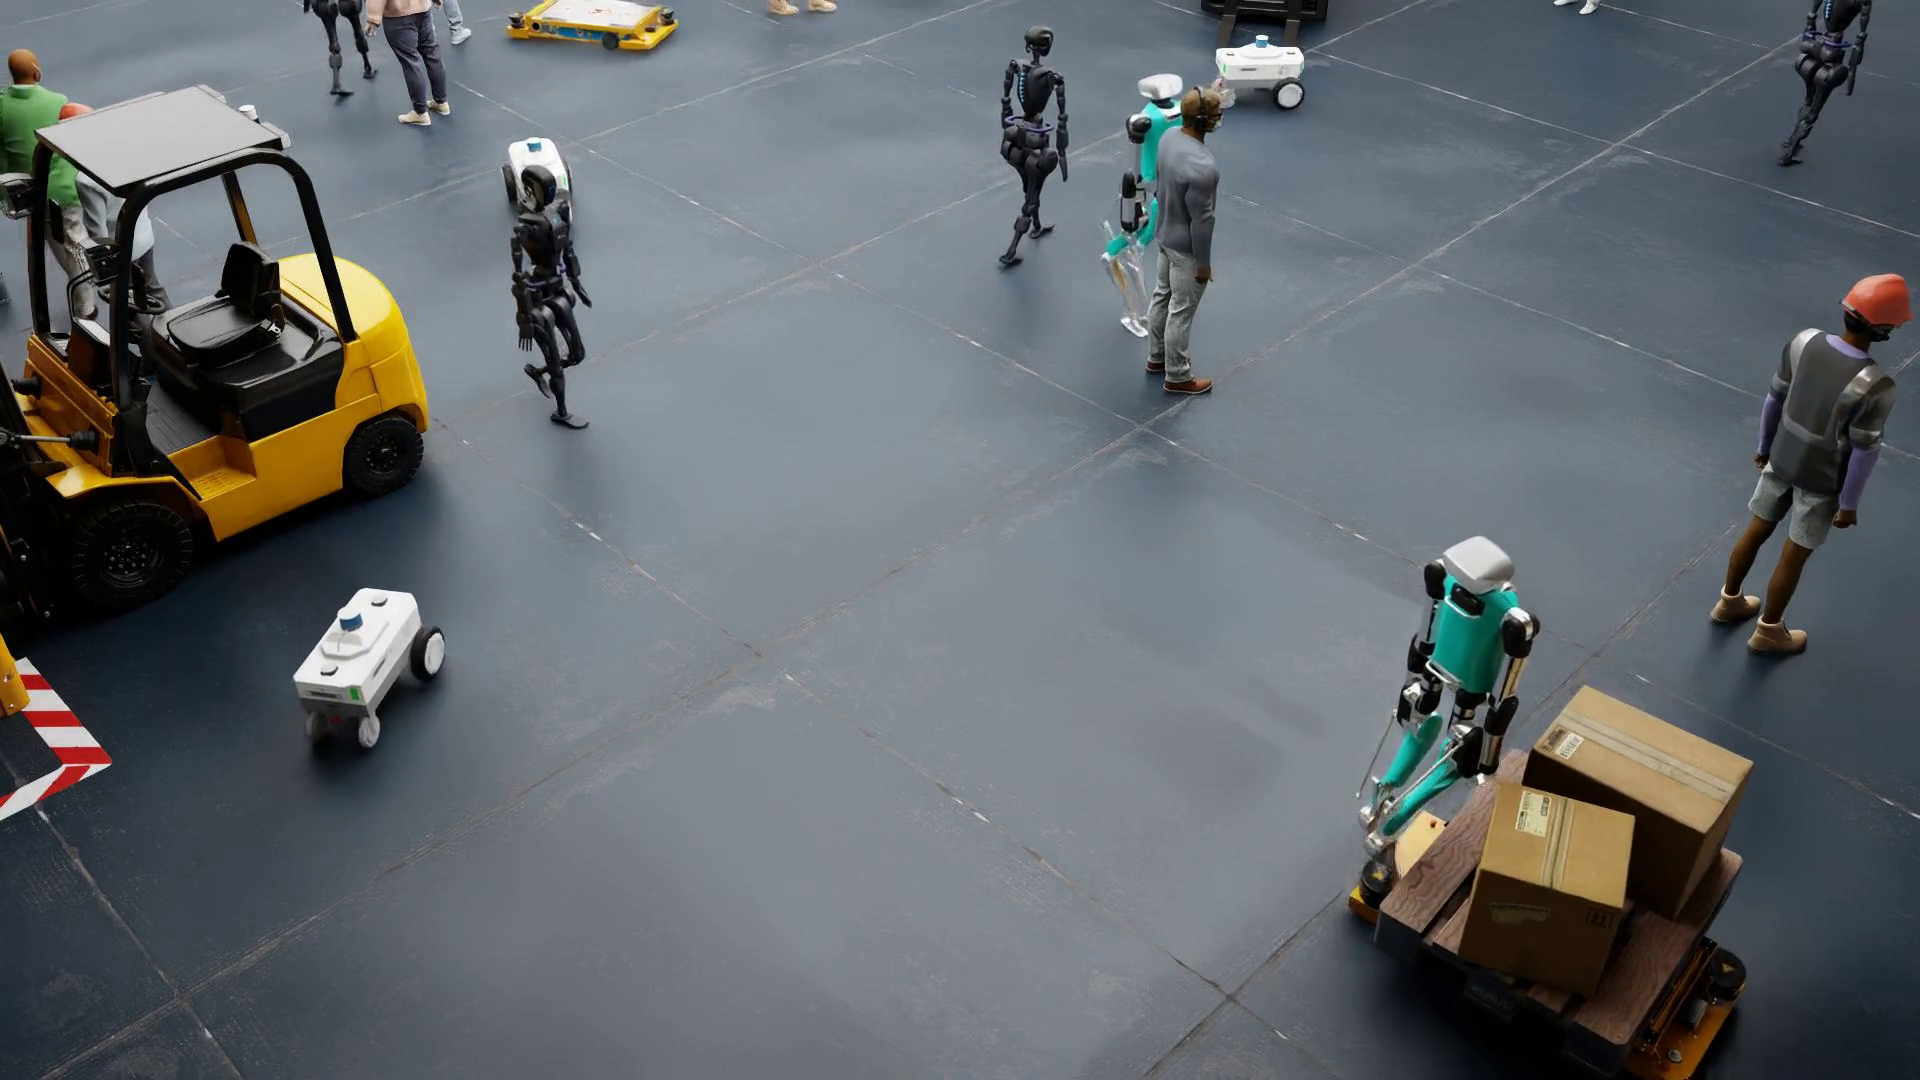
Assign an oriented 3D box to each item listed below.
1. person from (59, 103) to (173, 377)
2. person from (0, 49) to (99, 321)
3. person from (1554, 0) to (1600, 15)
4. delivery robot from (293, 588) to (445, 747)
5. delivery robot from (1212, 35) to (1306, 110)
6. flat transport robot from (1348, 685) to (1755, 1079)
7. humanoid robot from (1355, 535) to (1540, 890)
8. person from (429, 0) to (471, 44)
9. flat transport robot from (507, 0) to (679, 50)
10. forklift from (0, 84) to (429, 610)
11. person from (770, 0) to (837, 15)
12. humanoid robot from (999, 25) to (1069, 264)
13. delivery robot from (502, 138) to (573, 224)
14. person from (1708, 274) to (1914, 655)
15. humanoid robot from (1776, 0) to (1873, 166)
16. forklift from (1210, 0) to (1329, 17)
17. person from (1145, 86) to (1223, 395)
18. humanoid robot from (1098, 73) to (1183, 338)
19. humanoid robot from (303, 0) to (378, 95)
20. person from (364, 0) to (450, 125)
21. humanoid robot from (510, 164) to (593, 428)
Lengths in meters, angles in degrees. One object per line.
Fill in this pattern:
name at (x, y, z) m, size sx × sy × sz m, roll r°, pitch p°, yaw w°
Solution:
person at (-5.164, -1.840, 10.233) m, size 0.351 × 1.737 × 0.572 m, roll 2°, pitch 37°, yaw 3°
person at (-5.922, -2.334, 10.900) m, size 0.568 × 1.733 × 0.823 m, roll -6°, pitch 37°, yaw -8°
person at (5.975, -5.782, 15.589) m, size 0.308 × 1.638 × 0.521 m, roll -21°, pitch 42°, yaw -25°
delivery robot at (-2.867, 0.572, 8.009) m, size 0.499 × 0.614 × 0.814 m, roll 6°, pitch 37°, yaw 8°
delivery robot at (2.545, -3.954, 14.061) m, size 0.801 × 0.607 × 0.499 m, roll -2°, pitch 37°, yaw -2°
flat transport robot at (2.397, 1.623, 6.825) m, size 1.431 × 0.231 × 0.659 m, roll 27°, pitch 45°, yaw 32°
humanoid robot at (1.801, 0.847, 6.678) m, size 0.724 × 1.836 × 0.557 m, roll -19°, pitch 41°, yaw -23°
person at (-4.773, -5.380, 14.822) m, size 0.593 × 1.918 × 0.389 m, roll -2°, pitch 37°, yaw -3°
flat transport robot at (-3.404, -4.794, 15.415) m, size 1.431 × 0.231 × 0.659 m, roll 9°, pitch 38°, yaw 12°
forklift at (-4.145, -1.093, 8.856) m, size 2.313 × 2.155 × 1.214 m, roll -31°, pitch 47°, yaw -34°
person at (-1.488, -5.737, 15.430) m, size 0.738 × 1.752 × 0.576 m, roll 14°, pitch 39°, yaw 18°
humanoid robot at (0.492, -2.757, 11.549) m, size 0.610 × 1.628 × 0.768 m, roll 27°, pitch 45°, yaw 32°
delivery robot at (-3.130, -2.694, 12.379) m, size 0.499 × 0.612 × 0.813 m, roll -12°, pitch 39°, yaw -16°
person at (4.104, -0.355, 7.993) m, size 0.389 × 2.040 × 0.613 m, roll -14°, pitch 39°, yaw -17°
humanoid robot at (6.659, -3.702, 12.776) m, size 0.430 × 1.645 × 0.592 m, roll -14°, pitch 39°, yaw -18°
forklift at (3.106, -6.400, 15.960) m, size 1.214 × 2.155 × 2.313 m, roll 8°, pitch 37°, yaw 10°
person at (1.356, -1.788, 9.998) m, size 0.372 × 1.939 × 0.628 m, roll -10°, pitch 38°, yaw -13°
humanoid robot at (1.122, -2.138, 10.655) m, size 0.531 × 1.828 × 0.629 m, roll -24°, pitch 43°, yaw -28°
humanoid robot at (-5.299, -4.610, 14.041) m, size 0.603 × 1.632 × 0.749 m, roll -1°, pitch 37°, yaw -1°
person at (-4.444, -4.276, 13.386) m, size 0.410 × 1.867 × 0.792 m, roll 18°, pitch 41°, yaw 23°
humanoid robot at (-2.481, -1.434, 9.740) m, size 0.510 × 1.637 × 0.612 m, roll 14°, pitch 39°, yaw 18°
